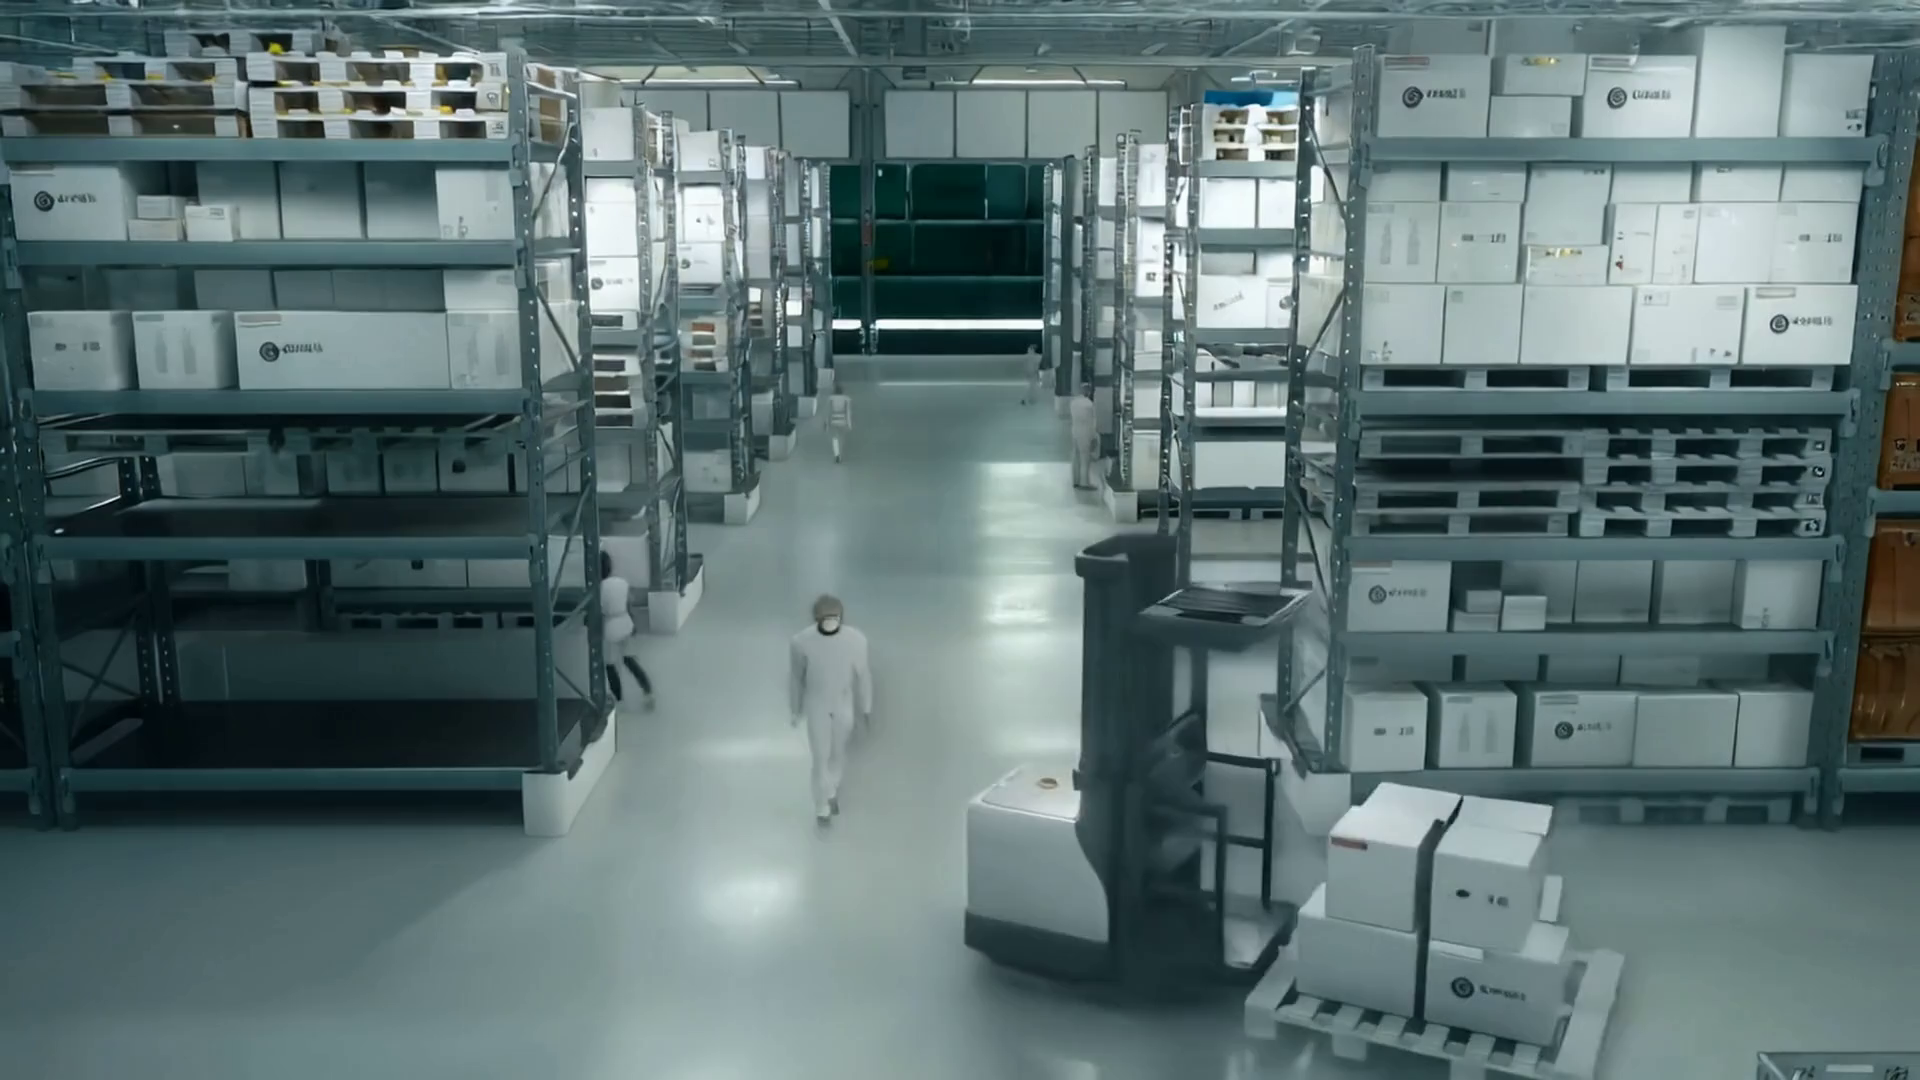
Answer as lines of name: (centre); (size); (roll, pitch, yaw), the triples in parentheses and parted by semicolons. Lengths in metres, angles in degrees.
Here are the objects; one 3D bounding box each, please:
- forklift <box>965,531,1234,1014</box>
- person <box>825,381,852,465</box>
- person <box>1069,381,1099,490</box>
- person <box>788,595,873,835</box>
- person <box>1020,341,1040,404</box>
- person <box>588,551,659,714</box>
forklift: (1.067, 1.383, 10.846); (1.873, 2.768, 1.129); (6, 13, 27)
person: (-2.323, -2.243, 31.922); (0.538, 1.624, 0.381); (-2, 12, -10)
person: (2.194, -1.842, 29.246); (0.407, 1.913, 0.641); (-7, 13, -30)
person: (-1.011, 1.387, 13.275); (0.646, 1.890, 1.008); (-3, 12, -15)
person: (1.730, -4.147, 41.434); (0.585, 1.600, 0.510); (-8, 14, -36)
person: (-3.253, 0.922, 16.172); (0.651, 1.662, 0.597); (5, 12, 22)
